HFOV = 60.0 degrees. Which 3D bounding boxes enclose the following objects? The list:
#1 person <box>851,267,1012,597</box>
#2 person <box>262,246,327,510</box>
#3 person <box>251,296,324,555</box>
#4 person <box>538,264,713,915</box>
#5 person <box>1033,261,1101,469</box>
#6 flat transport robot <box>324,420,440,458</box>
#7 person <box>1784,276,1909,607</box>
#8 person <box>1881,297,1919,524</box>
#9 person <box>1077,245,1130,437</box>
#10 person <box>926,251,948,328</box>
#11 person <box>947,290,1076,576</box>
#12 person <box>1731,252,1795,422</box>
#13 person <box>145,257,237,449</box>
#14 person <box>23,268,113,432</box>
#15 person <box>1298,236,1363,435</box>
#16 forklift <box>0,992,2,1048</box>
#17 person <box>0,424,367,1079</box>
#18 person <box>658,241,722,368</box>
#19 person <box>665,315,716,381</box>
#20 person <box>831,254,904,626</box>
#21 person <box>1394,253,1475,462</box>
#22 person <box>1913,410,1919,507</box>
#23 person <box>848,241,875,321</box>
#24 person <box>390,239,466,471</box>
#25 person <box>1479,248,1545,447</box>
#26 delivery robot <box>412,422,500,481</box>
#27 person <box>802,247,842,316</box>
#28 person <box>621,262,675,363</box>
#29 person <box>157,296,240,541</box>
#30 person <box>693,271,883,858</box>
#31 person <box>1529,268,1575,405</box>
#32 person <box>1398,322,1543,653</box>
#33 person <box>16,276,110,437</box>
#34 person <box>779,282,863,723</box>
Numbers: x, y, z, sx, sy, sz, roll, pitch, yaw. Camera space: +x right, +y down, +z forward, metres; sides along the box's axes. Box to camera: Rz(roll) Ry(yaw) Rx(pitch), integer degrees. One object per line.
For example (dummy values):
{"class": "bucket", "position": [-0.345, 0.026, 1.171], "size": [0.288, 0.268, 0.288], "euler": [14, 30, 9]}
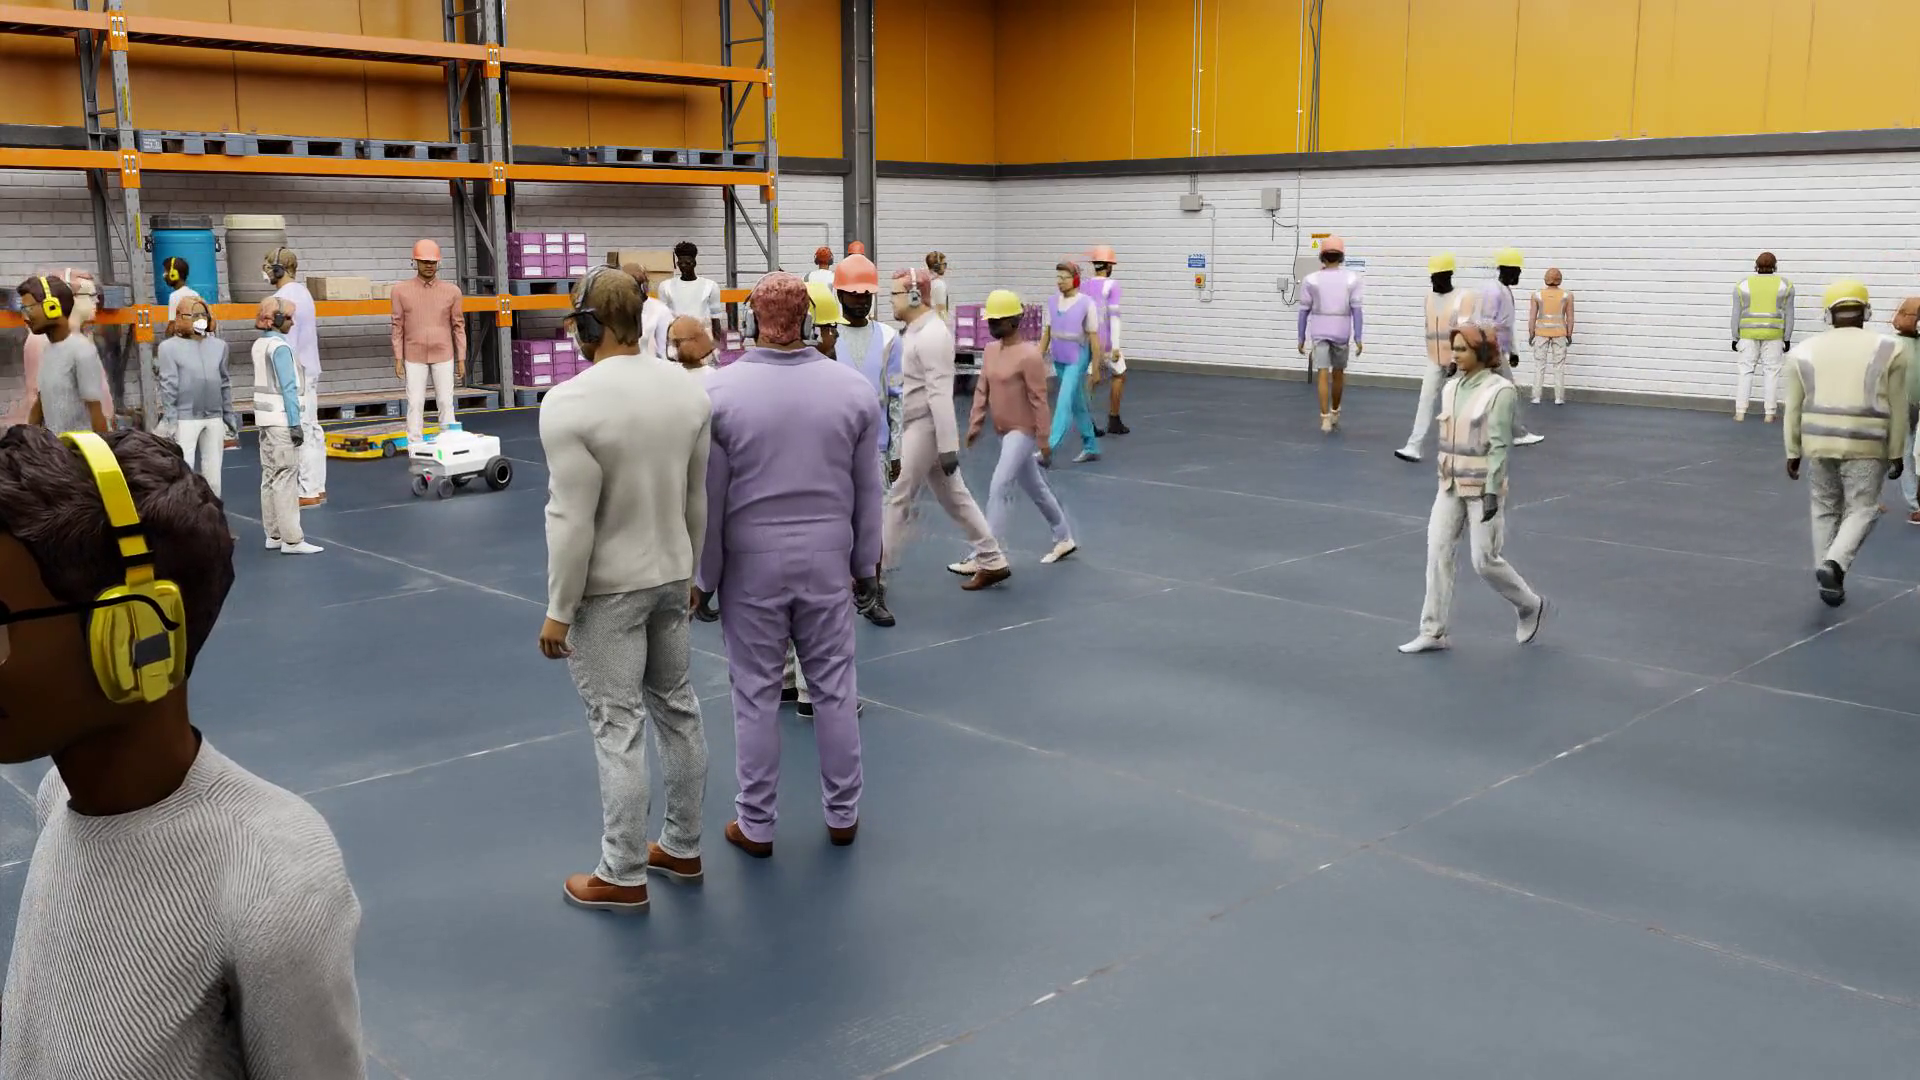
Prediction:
{"class": "person", "position": [-0.199, -0.596, 9.342], "size": [1.075, 1.855, 0.645], "euler": [-1, 10, -4]}
{"class": "person", "position": [-4.920, -1.186, 12.289], "size": [0.369, 1.938, 0.630], "euler": [-1, 10, -6]}
{"class": "person", "position": [-4.320, -0.723, 10.587], "size": [0.310, 1.639, 0.513], "euler": [-9, 14, -41]}
{"class": "person", "position": [-1.002, 0.154, 4.988], "size": [0.371, 1.939, 0.627], "euler": [7, 13, 34]}
{"class": "person", "position": [0.919, -1.530, 14.567], "size": [0.982, 1.792, 0.574], "euler": [-7, 13, -34]}
{"class": "flat transport robot", "position": [-5.344, -0.951, 15.560], "size": [0.652, 0.197, 1.431], "euler": [5, 12, 25]}
{"class": "person", "position": [4.729, -0.506, 8.934], "size": [0.600, 1.806, 0.592], "euler": [9, 14, 42]}
{"class": "person", "position": [6.742, -0.928, 11.831], "size": [0.515, 1.582, 0.847], "euler": [-3, 11, -15]}
{"class": "person", "position": [1.466, -1.989, 16.723], "size": [0.587, 1.911, 0.713], "euler": [10, 14, 42]}
{"class": "person", "position": [-0.290, -2.324, 18.751], "size": [0.326, 1.843, 0.515], "euler": [-7, 13, -34]}
{"class": "person", "position": [0.350, -0.654, 10.046], "size": [0.975, 1.706, 0.506], "euler": [-6, 12, -29]}
{"class": "person", "position": [8.727, -2.206, 18.119], "size": [0.627, 1.844, 0.429], "euler": [5, 12, 26]}
{"class": "person", "position": [-7.349, -1.733, 15.636], "size": [1.004, 1.812, 0.505], "euler": [-2, 11, -9]}
{"class": "person", "position": [-4.739, -0.530, 8.973], "size": [1.024, 1.846, 0.650], "euler": [-3, 11, -18]}
{"class": "person", "position": [3.818, -2.123, 17.216], "size": [0.641, 1.997, 1.019], "euler": [1, 10, 8]}
{"class": "forklift", "position": [-3.245, 0.323, 3.363], "size": [2.313, 2.155, 1.214], "euler": [2, 11, 13]}
{"class": "person", "position": [-0.716, 0.821, 1.537], "size": [0.538, 1.869, 0.313], "euler": [9, 13, 39]}
{"class": "person", "position": [-2.584, -1.866, 15.920], "size": [0.609, 1.964, 0.367], "euler": [0, 10, -1]}
{"class": "person", "position": [-1.396, -0.411, 8.967], "size": [0.745, 1.606, 0.510], "euler": [-8, 13, -39]}
{"class": "person", "position": [-0.538, -0.490, 8.539], "size": [0.540, 1.930, 0.385], "euler": [-3, 11, -17]}
{"class": "person", "position": [4.349, -1.630, 14.917], "size": [1.028, 1.866, 0.601], "euler": [-8, 13, -36]}
{"class": "person", "position": [4.717, -0.343, 7.682], "size": [0.620, 1.953, 0.862], "euler": [3, 11, 15]}
{"class": "person", "position": [-1.425, -3.138, 22.937], "size": [0.545, 1.938, 0.361], "euler": [3, 11, 14]}
{"class": "person", "position": [-4.565, -1.580, 14.325], "size": [0.617, 1.990, 0.400], "euler": [-4, 11, -21]}
{"class": "person", "position": [5.275, -1.838, 15.975], "size": [0.921, 1.883, 0.609], "euler": [5, 12, 26]}
{"class": "delivery robot", "position": [-3.958, -0.684, 13.071], "size": [0.477, 0.478, 0.707], "euler": [5, 12, 27]}
{"class": "person", "position": [-1.632, -2.605, 20.180], "size": [0.584, 1.882, 0.349], "euler": [5, 11, 23]}
{"class": "person", "position": [-2.342, -1.067, 11.932], "size": [0.667, 1.831, 0.481], "euler": [5, 11, 24]}
{"class": "person", "position": [-4.976, -0.778, 10.894], "size": [0.286, 1.634, 0.500], "euler": [6, 12, 31]}
{"class": "person", "position": [-0.577, 0.083, 5.460], "size": [0.652, 1.906, 0.403], "euler": [-4, 11, -20]}
{"class": "person", "position": [7.055, -2.424, 19.866], "size": [0.512, 1.637, 0.309], "euler": [4, 11, 19]}
{"class": "person", "position": [2.508, -0.243, 8.029], "size": [0.671, 1.615, 0.522], "euler": [-5, 11, -24]}
{"class": "person", "position": [-4.390, -0.346, 8.023], "size": [0.939, 1.818, 0.501], "euler": [-9, 14, -40]}
{"class": "person", "position": [-0.632, -0.159, 6.978], "size": [0.403, 1.830, 0.600], "euler": [-6, 12, -29]}
